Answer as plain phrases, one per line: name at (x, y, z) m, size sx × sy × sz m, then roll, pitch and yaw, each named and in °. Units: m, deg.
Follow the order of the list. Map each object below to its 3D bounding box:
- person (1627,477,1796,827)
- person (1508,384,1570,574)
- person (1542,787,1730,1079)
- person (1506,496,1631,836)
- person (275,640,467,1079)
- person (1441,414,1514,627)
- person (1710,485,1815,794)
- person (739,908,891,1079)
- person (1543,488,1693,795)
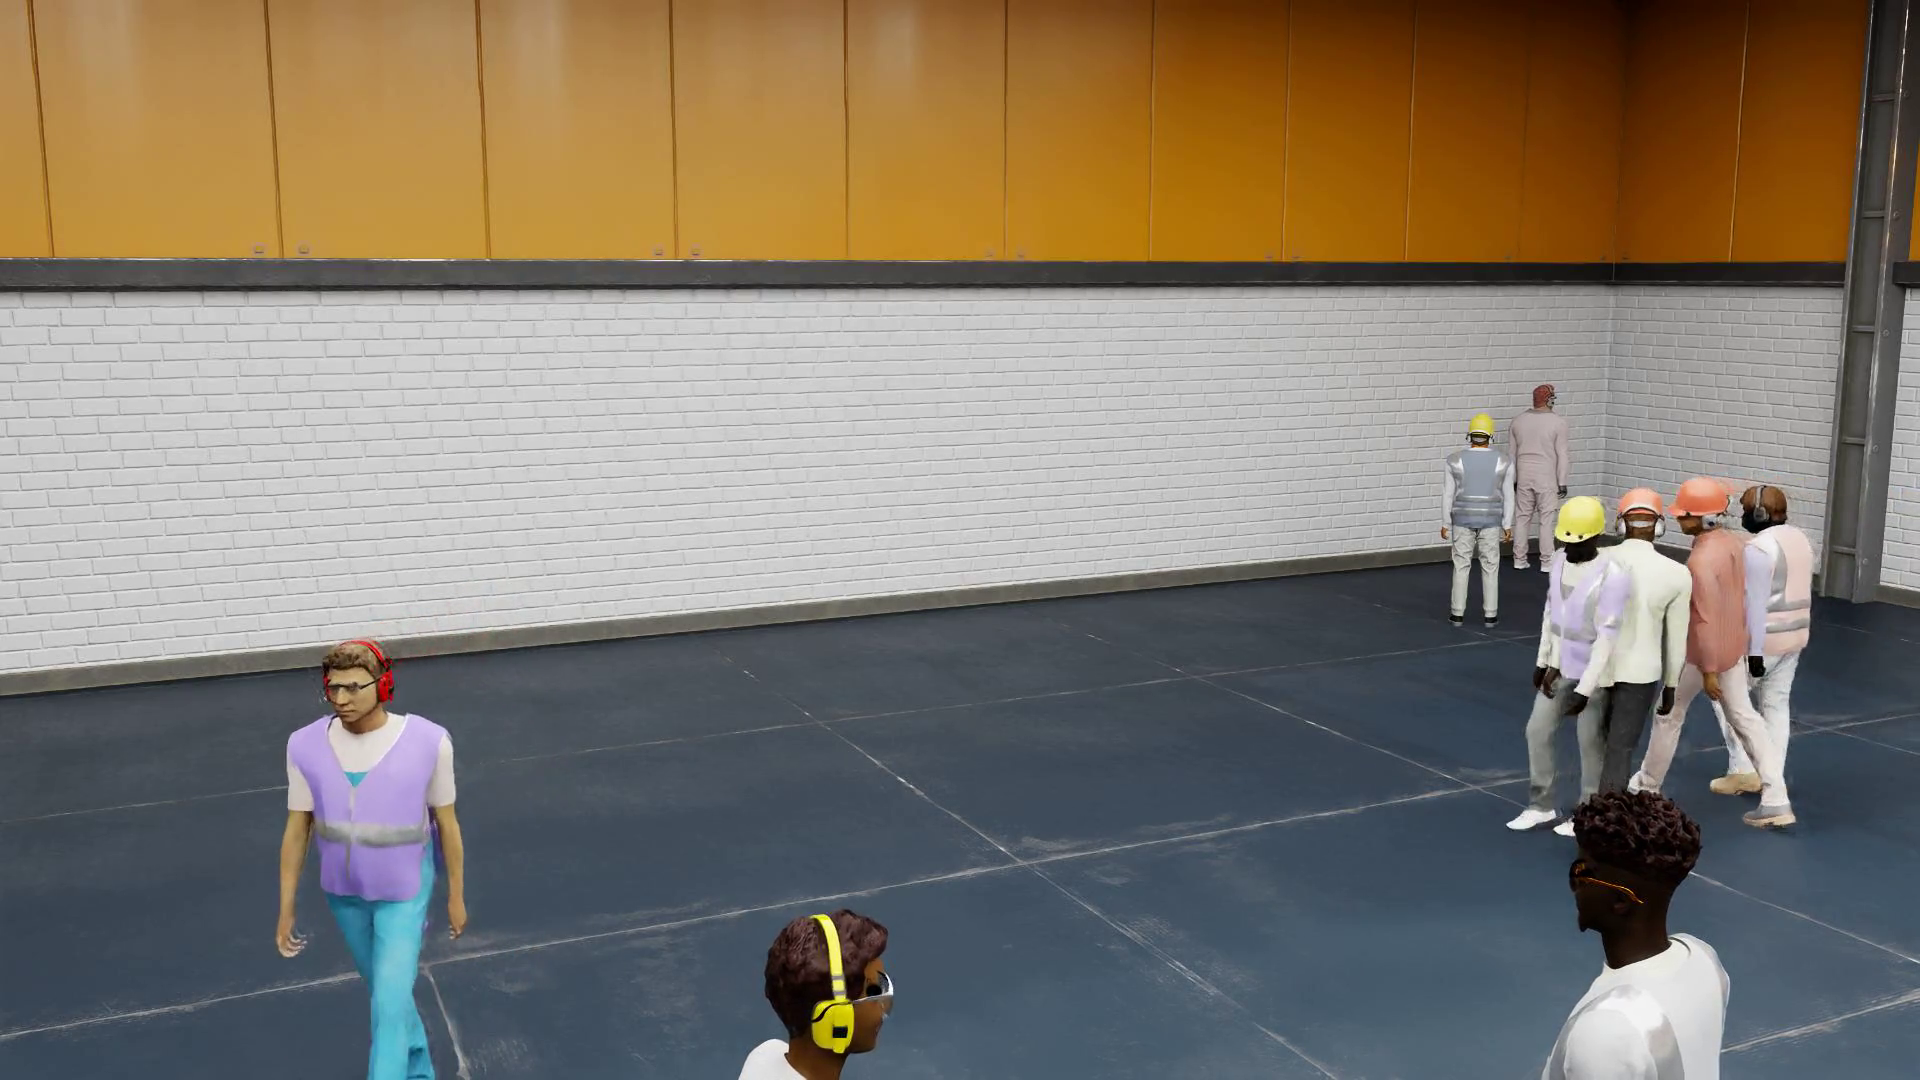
person at (4.142, 0.609, 9.132) m, size 0.694 × 1.936 × 1.038 m, roll -8°, pitch 12°, yaw -42°
person at (5.864, -0.619, 16.822) m, size 0.400 × 1.910 × 0.643 m, roll -8°, pitch 12°, yaw -40°
person at (1.407, 1.487, 3.575) m, size 0.368 × 1.966 × 0.603 m, roll 7°, pitch 12°, yaw 38°
person at (3.230, 0.686, 8.785) m, size 0.660 × 1.884 × 0.614 m, roll -4°, pitch 10°, yaw -22°
person at (-2.027, 1.238, 5.616) m, size 0.582 × 1.796 × 0.939 m, roll 1°, pitch 9°, yaw 6°
person at (4.423, -0.165, 14.238) m, size 0.599 × 1.830 × 0.404 m, roll 2°, pitch 9°, yaw 13°
person at (4.627, 0.588, 9.619) m, size 0.635 × 1.823 × 0.495 m, roll -6°, pitch 11°, yaw -33°
person at (-0.285, 1.608, 3.184) m, size 0.329 × 1.858 × 0.506 m, roll -3°, pitch 10°, yaw -20°
person at (3.449, 0.685, 8.755) m, size 0.683 × 1.903 × 1.066 m, roll 6°, pitch 11°, yaw 34°
